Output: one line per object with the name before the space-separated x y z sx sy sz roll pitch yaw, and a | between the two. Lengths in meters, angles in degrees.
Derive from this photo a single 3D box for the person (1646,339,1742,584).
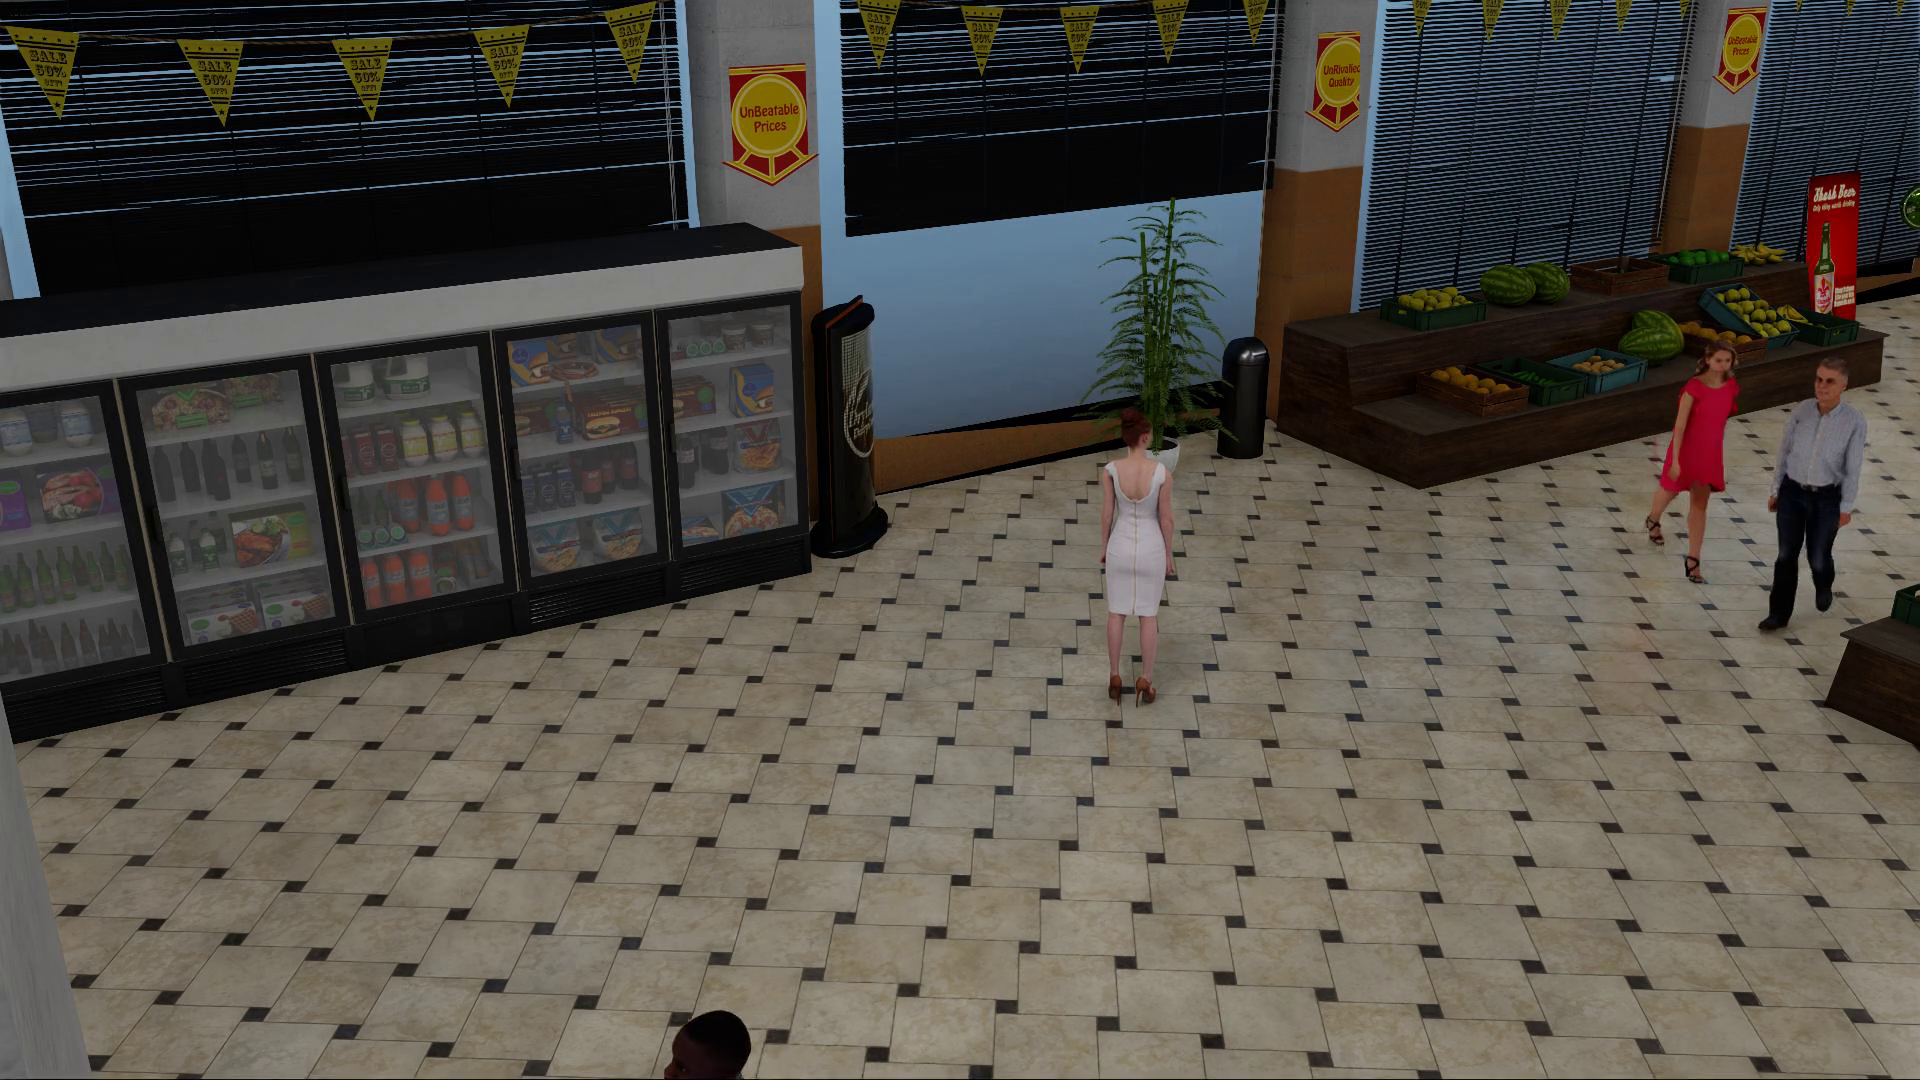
person | 5.017 -0.596 11.453 1.126 1.653 0.989 -2 22 -5

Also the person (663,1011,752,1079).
person | -0.568 2.065 4.612 1.043 1.816 0.676 -12 25 -27

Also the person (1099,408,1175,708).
person | 0.993 0.106 9.519 0.645 1.792 0.696 7 23 16

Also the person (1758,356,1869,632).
person | 5.411 -0.297 10.499 0.934 1.808 0.763 -18 28 -38
